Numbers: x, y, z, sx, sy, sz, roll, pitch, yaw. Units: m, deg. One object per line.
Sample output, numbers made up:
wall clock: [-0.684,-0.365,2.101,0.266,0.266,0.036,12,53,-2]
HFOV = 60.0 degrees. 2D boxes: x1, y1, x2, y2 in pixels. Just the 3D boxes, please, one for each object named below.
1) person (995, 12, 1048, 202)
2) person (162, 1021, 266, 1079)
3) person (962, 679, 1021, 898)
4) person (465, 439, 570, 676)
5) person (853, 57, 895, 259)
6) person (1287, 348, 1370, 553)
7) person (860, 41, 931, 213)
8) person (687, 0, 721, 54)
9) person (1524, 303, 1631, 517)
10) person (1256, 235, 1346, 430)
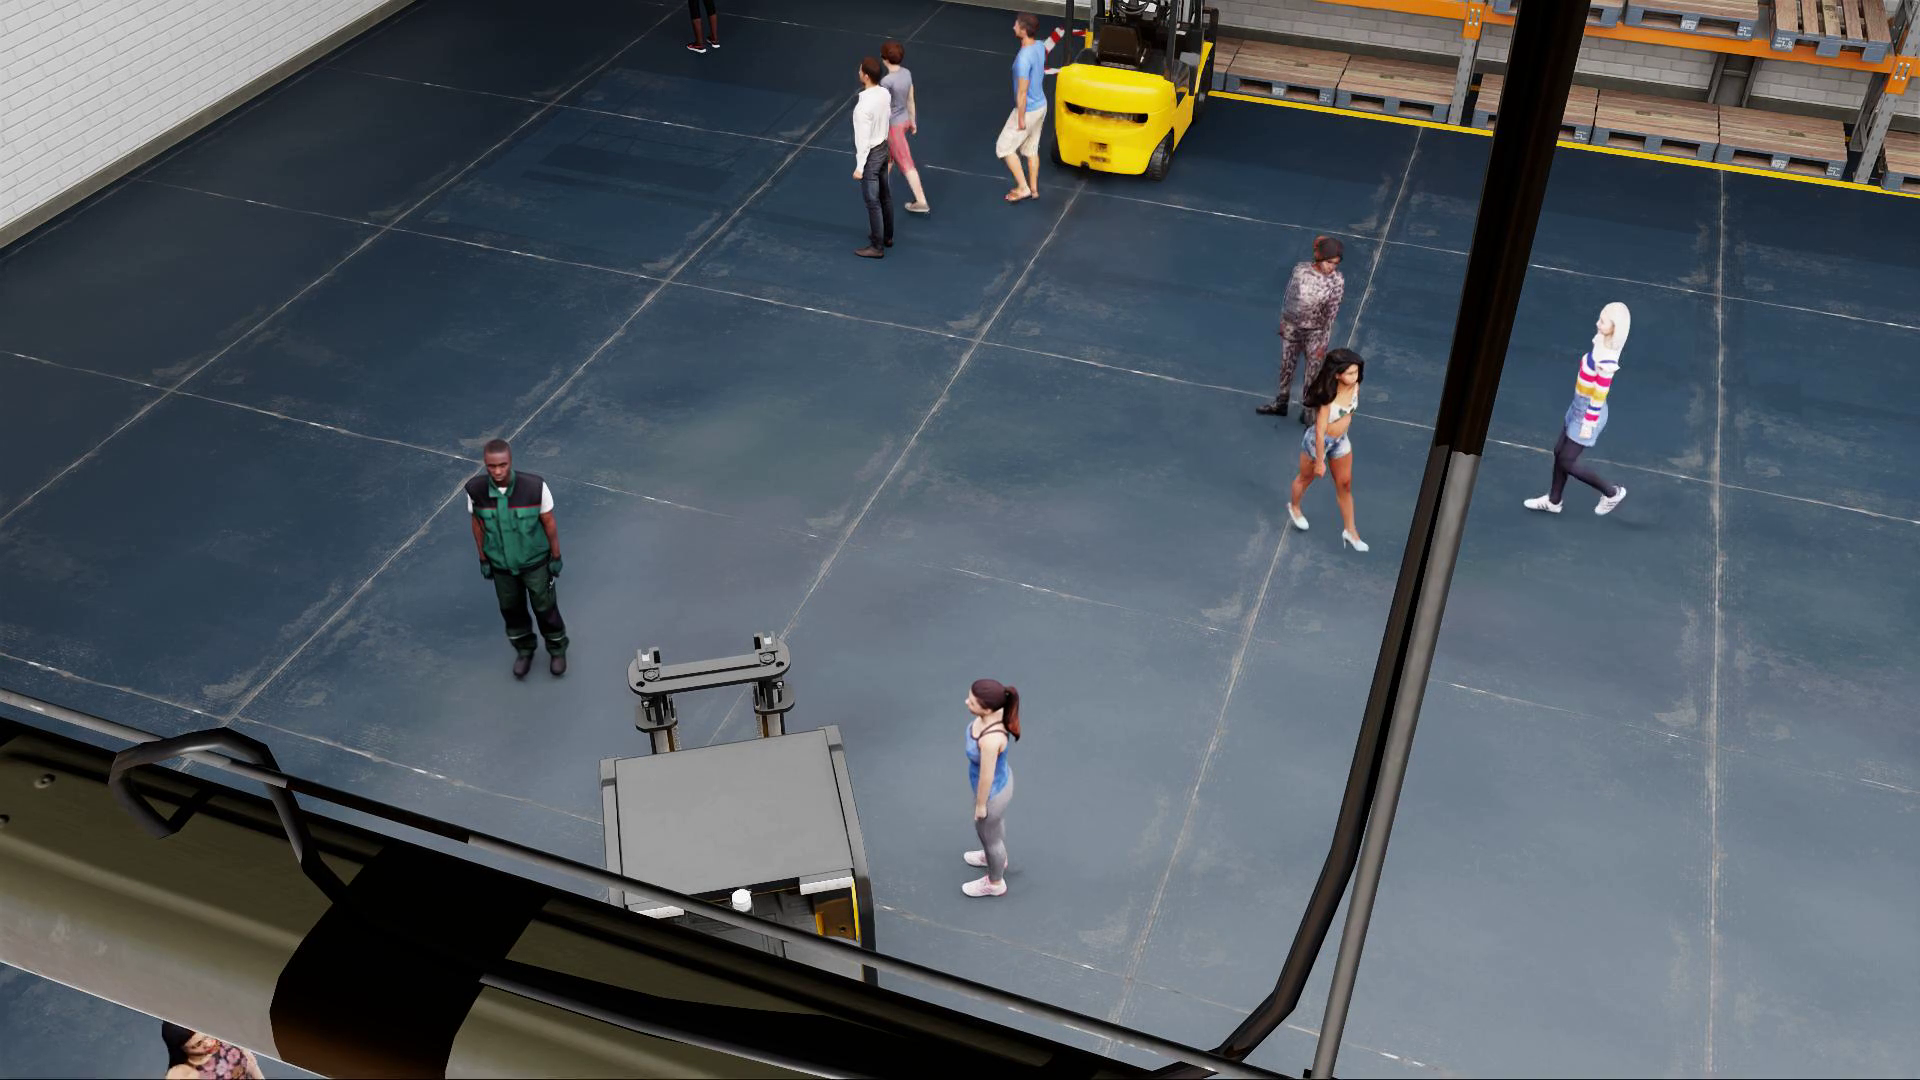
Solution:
person: [0.722,-4.080,15.797,0.688,1.852,0.695,19,42,22]
person: [-3.331,2.607,7.506,0.896,1.749,0.700,6,39,7]
person: [0.172,1.359,9.182,0.607,1.609,0.611,4,39,6]
person: [-2.799,0.104,10.570,0.662,1.836,0.818,-1,39,-1]
person: [-0.770,-3.447,14.989,0.547,1.871,0.665,16,41,19]
person: [2.533,-0.687,11.752,0.902,1.598,1.036,-24,45,-27]
person: [-0.543,-3.852,15.709,1.186,1.606,0.822,26,45,28]
person: [-2.971,-6.421,18.804,0.679,1.758,0.692,-27,46,-30]
person: [4.552,-0.891,11.851,0.928,1.793,0.714,8,39,10]
person: [2.631,-1.627,12.848,0.826,1.700,0.596,-28,46,-30]
